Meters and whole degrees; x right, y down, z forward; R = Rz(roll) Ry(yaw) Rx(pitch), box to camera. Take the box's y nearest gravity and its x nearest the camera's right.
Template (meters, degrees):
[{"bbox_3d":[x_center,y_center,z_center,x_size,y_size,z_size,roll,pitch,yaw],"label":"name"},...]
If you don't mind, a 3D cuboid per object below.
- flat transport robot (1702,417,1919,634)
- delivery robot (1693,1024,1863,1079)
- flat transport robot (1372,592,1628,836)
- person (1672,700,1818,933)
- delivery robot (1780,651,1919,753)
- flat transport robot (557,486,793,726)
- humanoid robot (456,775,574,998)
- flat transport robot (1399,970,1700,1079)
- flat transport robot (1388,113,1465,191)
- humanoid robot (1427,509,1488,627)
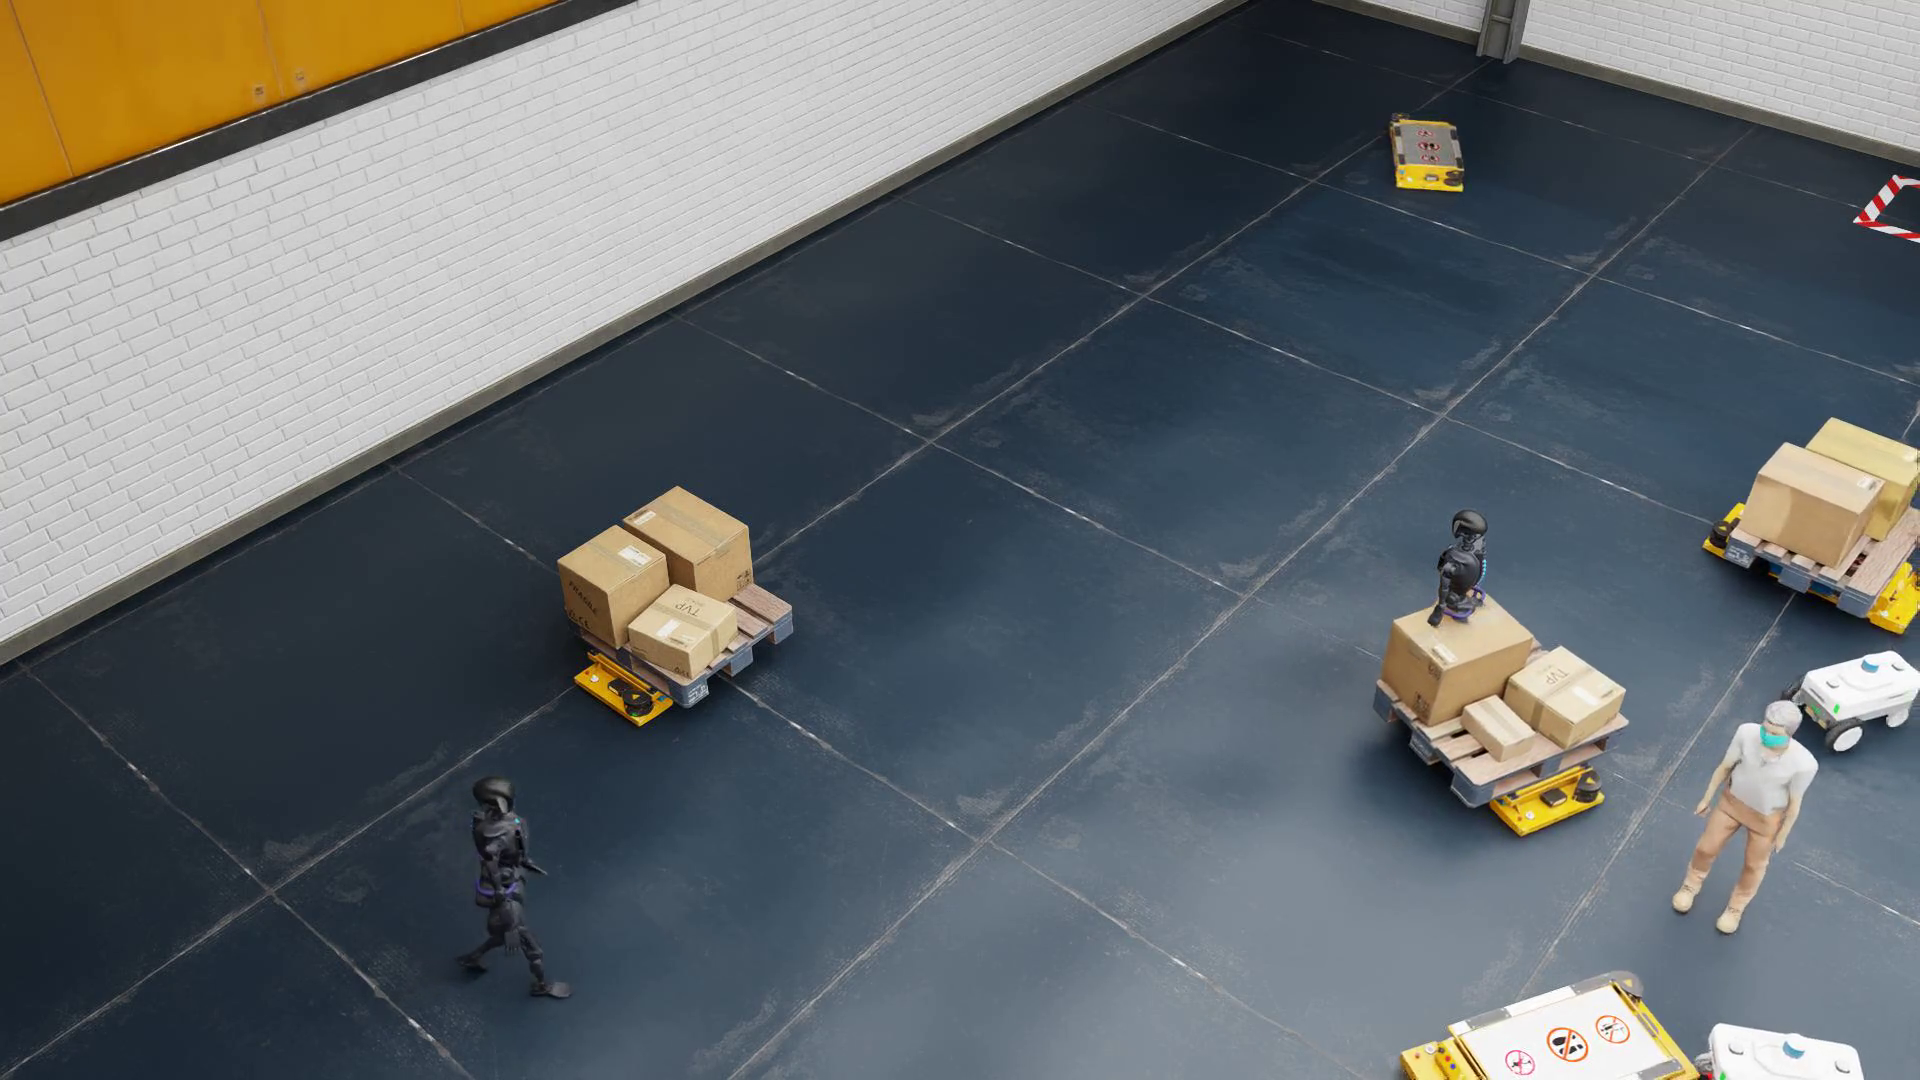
[{"bbox_3d":[6.247,0.151,12.099,1.431,0.231,0.659,30,47,31],"label":"flat transport robot"},{"bbox_3d":[4.267,2.783,8.616,0.807,0.609,0.499,8,39,9],"label":"delivery robot"},{"bbox_3d":[3.406,1.267,10.714,0.659,0.231,1.431,-17,42,-20],"label":"flat transport robot"},{"bbox_3d":[4.383,1.514,9.253,0.384,1.726,0.468,-28,47,-30],"label":"person"},{"bbox_3d":[5.819,1.009,10.822,0.815,0.614,0.499,-12,40,-14],"label":"delivery robot"},{"bbox_3d":[-1.887,0.697,11.421,0.659,0.231,1.431,28,46,30],"label":"flat transport robot"},{"bbox_3d":[-2.486,1.877,8.855,0.644,1.647,0.585,-3,39,-4],"label":"humanoid robot"},{"bbox_3d":[3.140,2.778,8.839,1.431,0.231,0.659,-13,41,-15],"label":"flat transport robot"},{"bbox_3d":[4.839,-4.033,17.292,0.659,0.231,1.431,5,39,6],"label":"flat transport robot"},{"bbox_3d":[3.107,0.492,10.540,0.315,1.659,0.599,28,46,30],"label":"humanoid robot"}]
